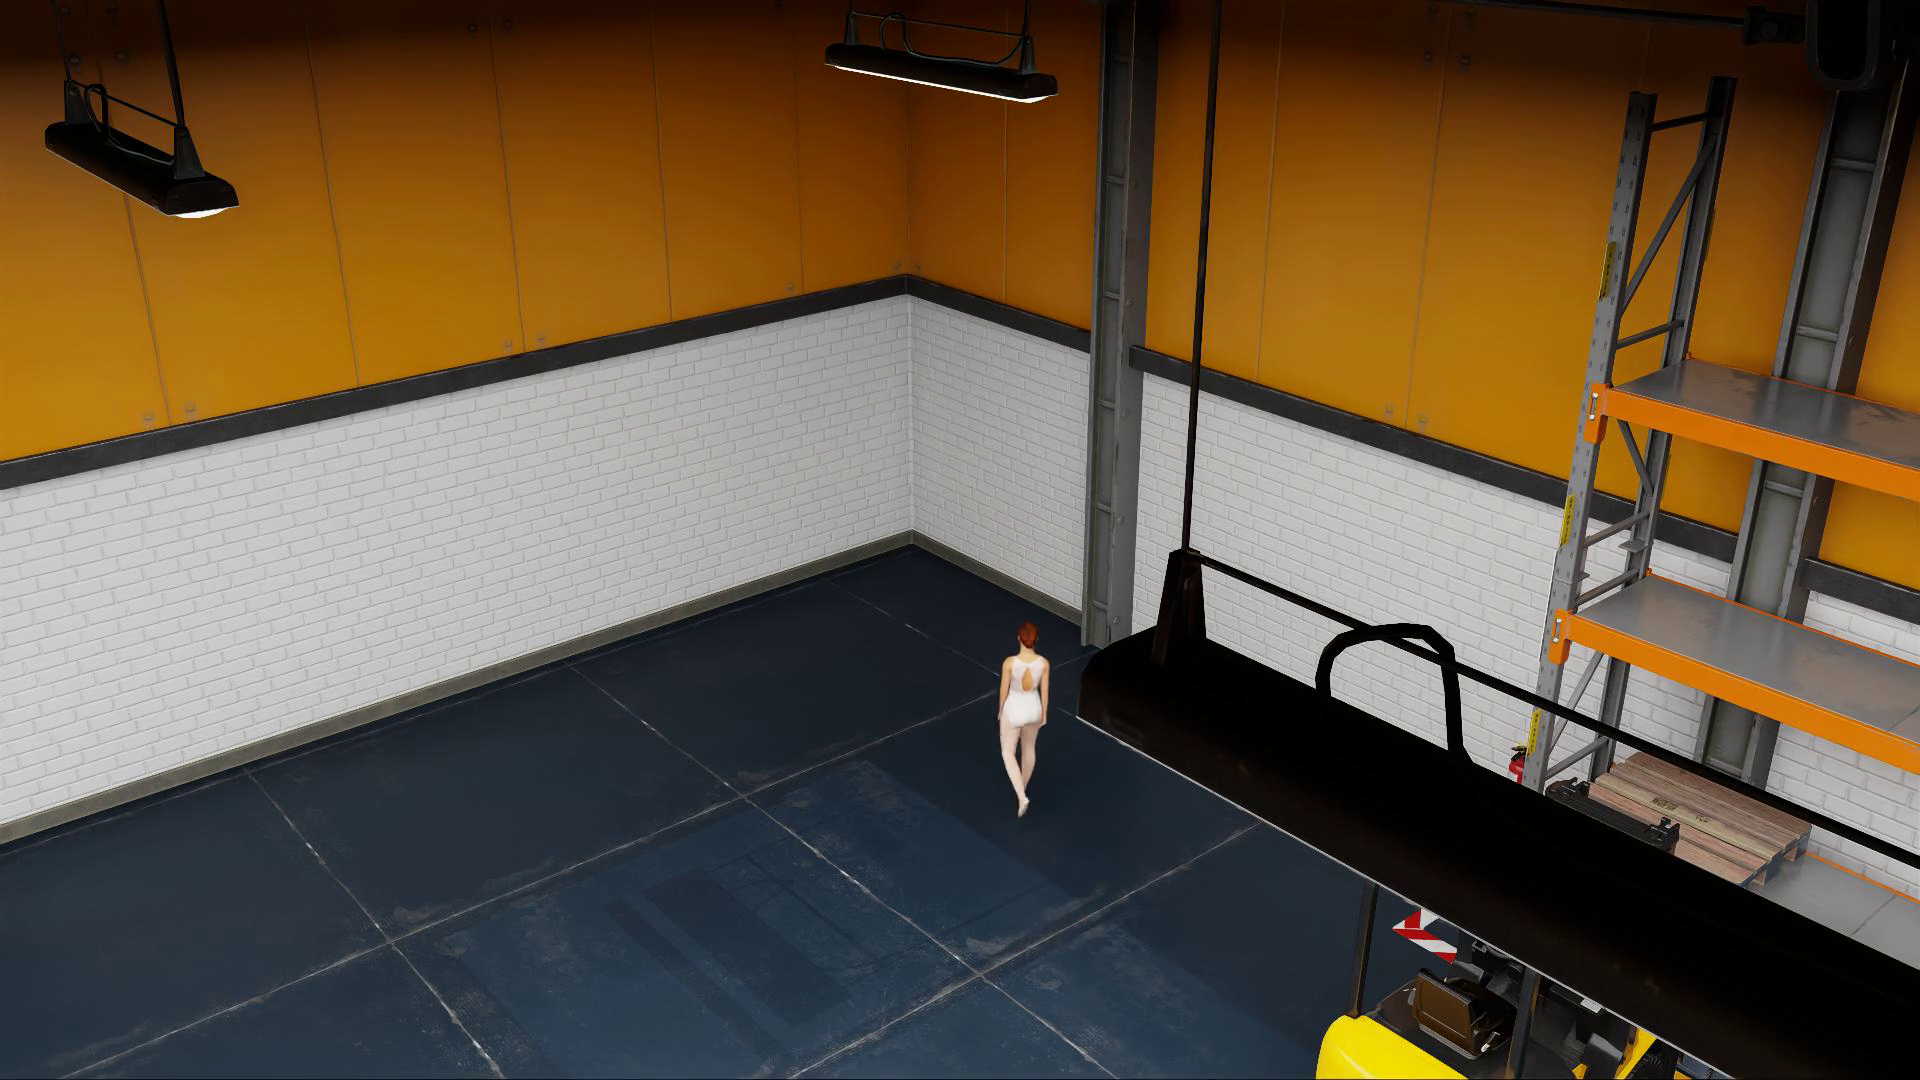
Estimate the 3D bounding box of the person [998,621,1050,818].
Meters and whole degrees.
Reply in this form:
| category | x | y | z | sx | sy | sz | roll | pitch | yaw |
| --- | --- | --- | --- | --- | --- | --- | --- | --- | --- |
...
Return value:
| category | x | y | z | sx | sy | sz | roll | pitch | yaw |
| --- | --- | --- | --- | --- | --- | --- | --- | --- | --- |
| person | 0.506 | 1.428 | 13.243 | 0.794 | 1.626 | 0.994 | -5 | 24 | -12 |
